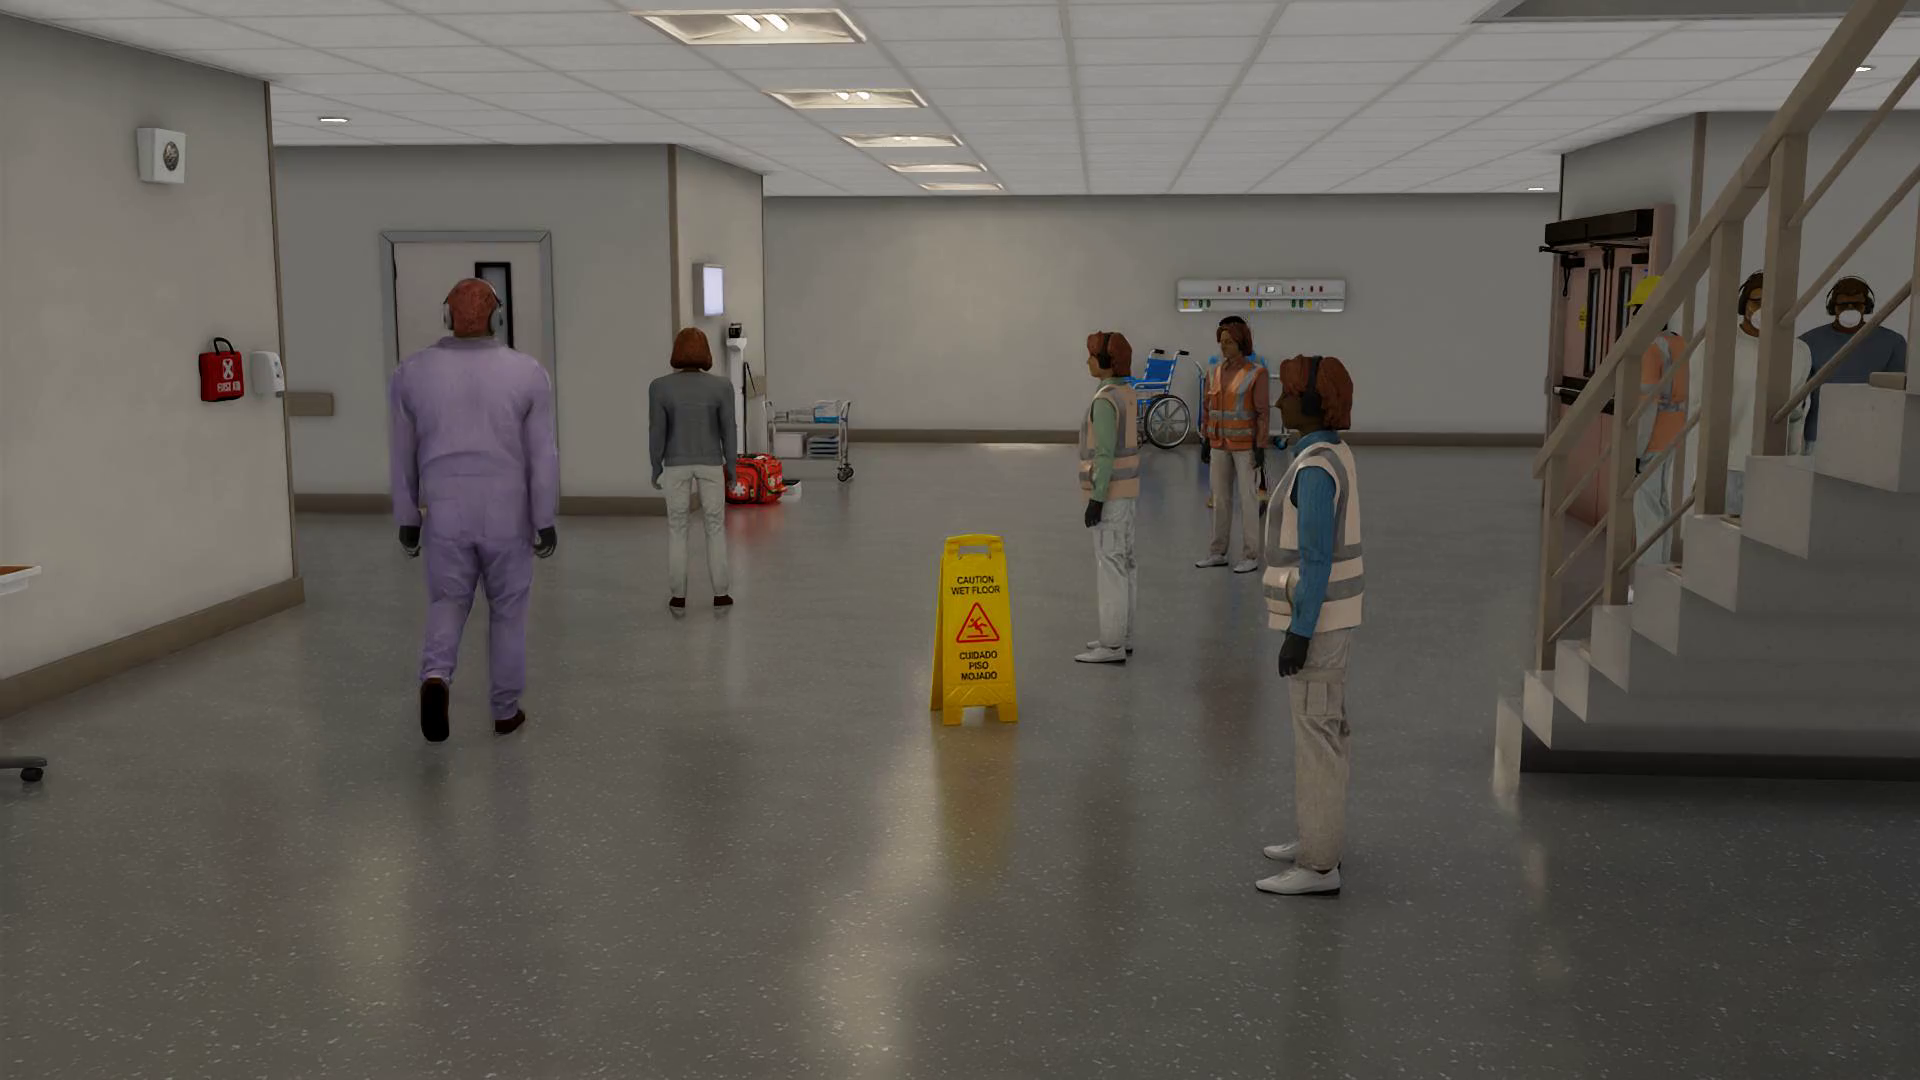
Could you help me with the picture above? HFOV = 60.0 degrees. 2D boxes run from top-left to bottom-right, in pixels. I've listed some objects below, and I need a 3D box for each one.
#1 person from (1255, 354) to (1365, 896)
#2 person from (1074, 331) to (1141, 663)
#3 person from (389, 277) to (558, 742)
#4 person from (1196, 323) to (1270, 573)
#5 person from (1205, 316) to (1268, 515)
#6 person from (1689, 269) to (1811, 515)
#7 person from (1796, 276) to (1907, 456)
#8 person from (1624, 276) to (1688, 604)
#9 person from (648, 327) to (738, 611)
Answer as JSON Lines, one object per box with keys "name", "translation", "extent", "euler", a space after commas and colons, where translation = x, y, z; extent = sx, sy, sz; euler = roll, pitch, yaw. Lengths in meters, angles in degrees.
{"name": "person", "translation": [1.070, 0.258, 5.062], "extent": [0.311, 1.642, 0.513], "euler": [3, 9, 17]}
{"name": "person", "translation": [0.740, -0.209, 8.238], "extent": [0.310, 1.642, 0.514], "euler": [3, 9, 18]}
{"name": "person", "translation": [-1.956, -0.105, 6.696], "extent": [0.656, 1.891, 0.667], "euler": [-1, 8, -4]}
{"name": "person", "translation": [1.801, -0.605, 10.933], "extent": [0.310, 1.638, 0.523], "euler": [-8, 11, -42]}
{"name": "person", "translation": [2.319, -1.037, 13.830], "extent": [0.525, 1.660, 0.869], "euler": [-3, 9, -17]}
{"name": "person", "translation": [3.780, -0.319, 7.990], "extent": [0.629, 1.937, 0.379], "euler": [-2, 9, -13]}
{"name": "person", "translation": [5.063, -0.543, 9.559], "extent": [0.636, 1.927, 0.386], "euler": [3, 9, 18]}
{"name": "person", "translation": [4.048, -0.578, 9.778], "extent": [0.364, 1.927, 0.587], "euler": [6, 10, 36]}
{"name": "person", "translation": [-1.536, -0.406, 9.599], "extent": [0.504, 1.632, 0.269], "euler": [-1, 8, -6]}
